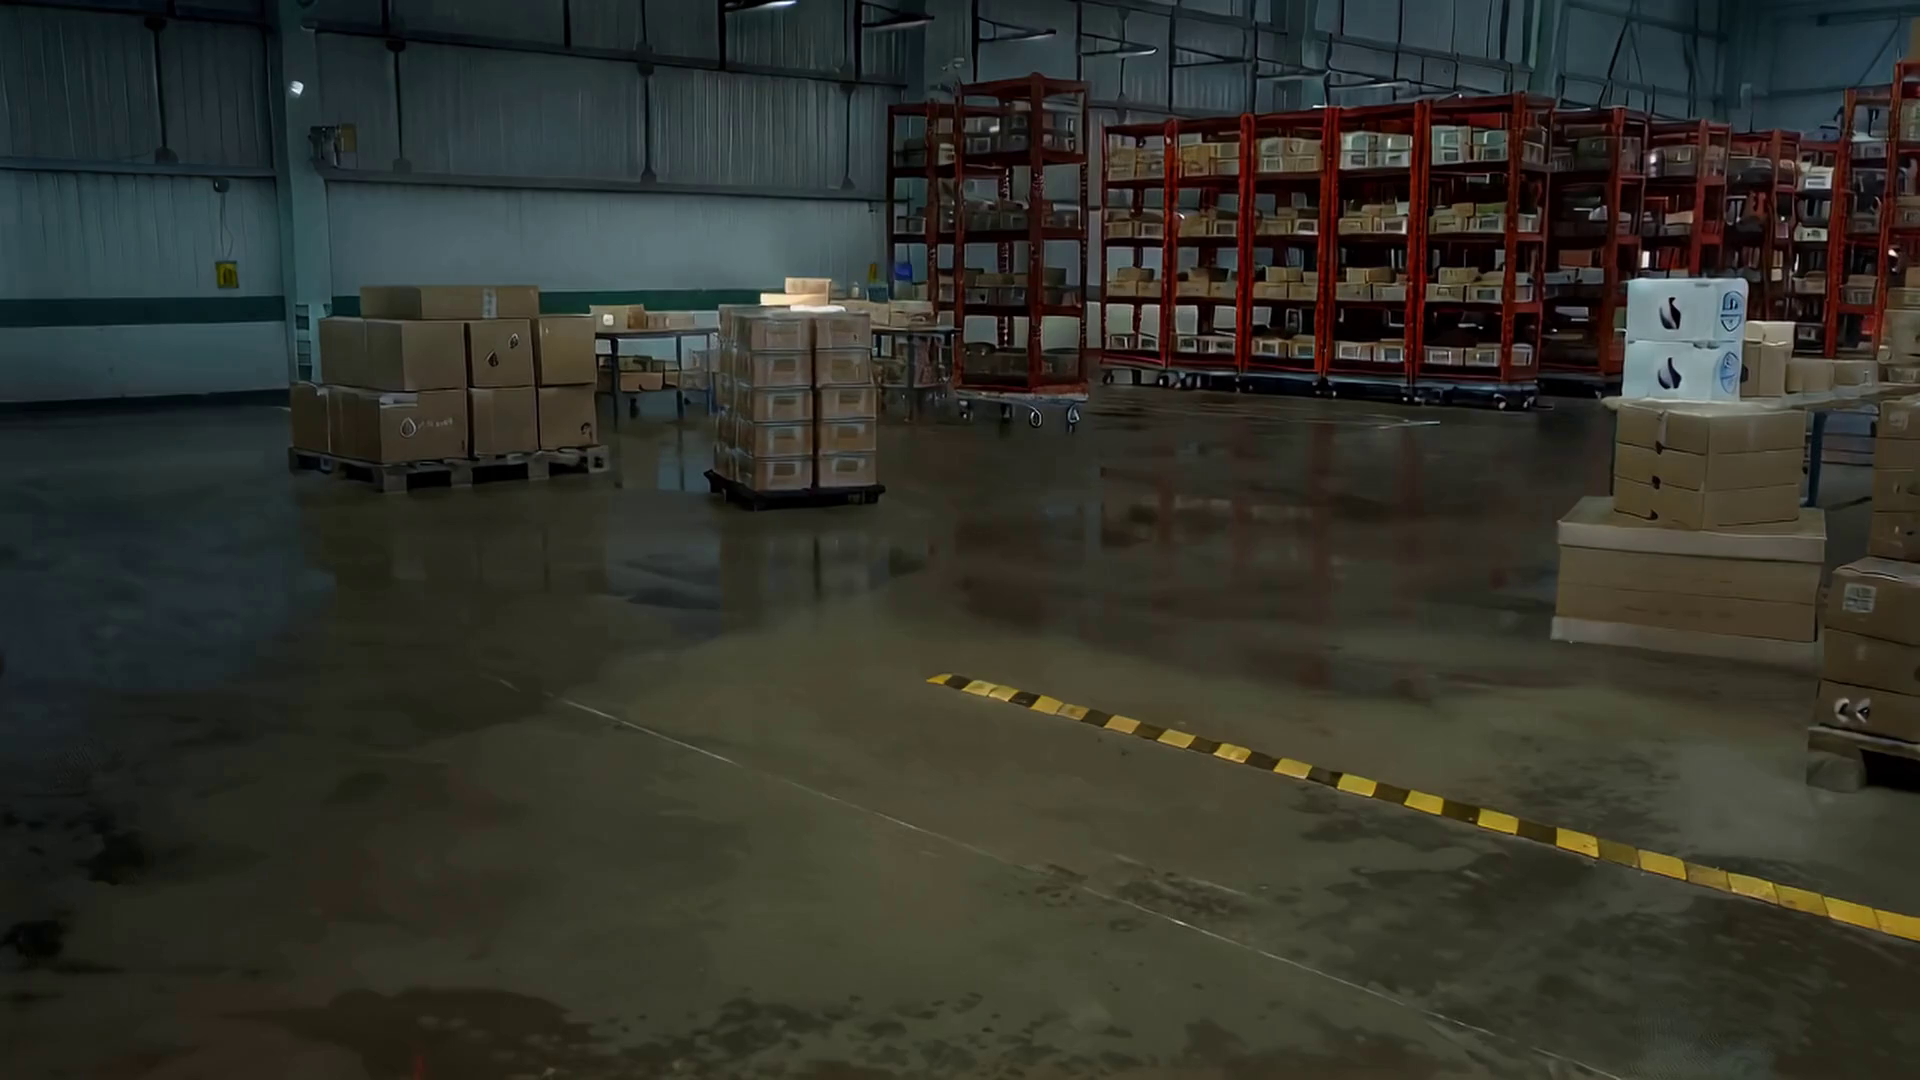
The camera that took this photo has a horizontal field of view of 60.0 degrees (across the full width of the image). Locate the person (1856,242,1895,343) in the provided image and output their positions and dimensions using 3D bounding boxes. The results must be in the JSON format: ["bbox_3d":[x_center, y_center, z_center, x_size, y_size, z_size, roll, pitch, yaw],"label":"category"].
[{"bbox_3d":[13.270,-3.316,24.124,0.617,2.026,0.421,-5,11,-27],"label":"person"}]

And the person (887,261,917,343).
[{"bbox_3d":[-0.838,-3.102,23.681,0.500,1.734,0.579,-8,12,-40],"label":"person"}]
